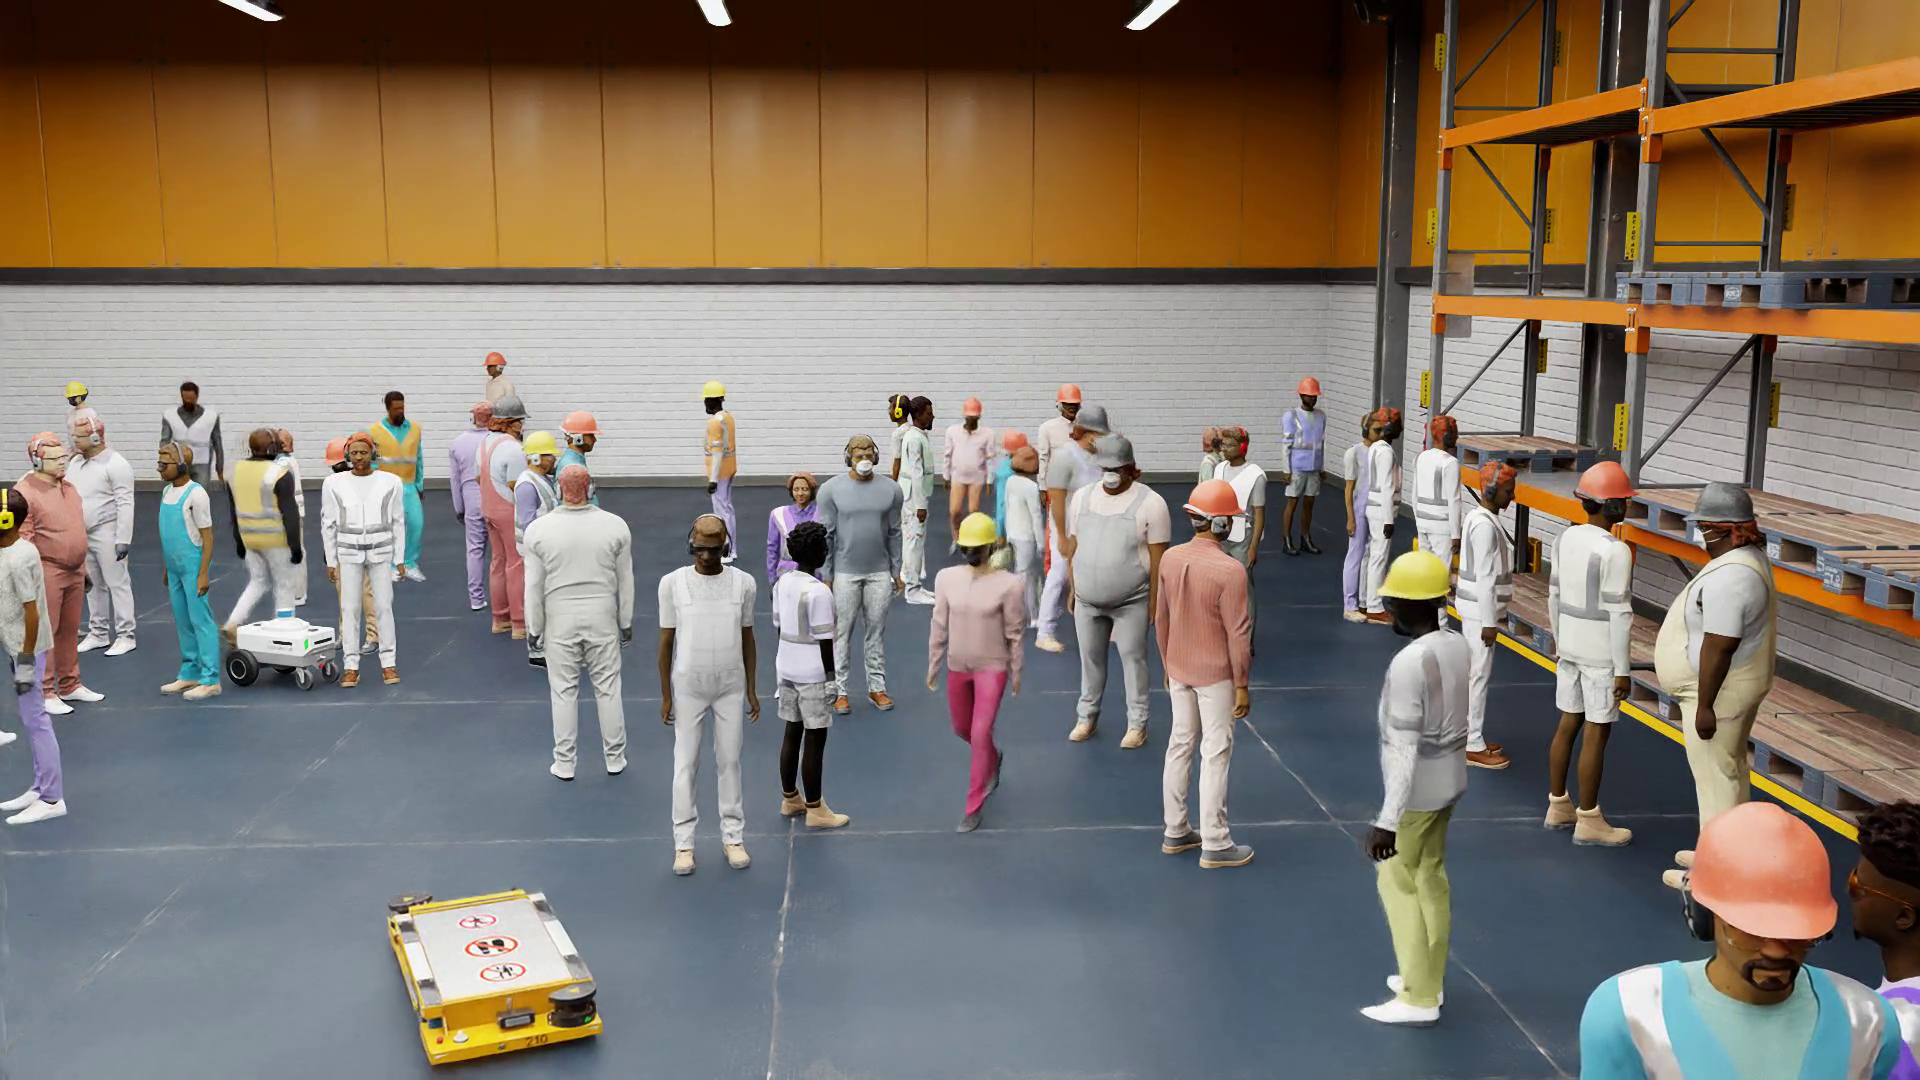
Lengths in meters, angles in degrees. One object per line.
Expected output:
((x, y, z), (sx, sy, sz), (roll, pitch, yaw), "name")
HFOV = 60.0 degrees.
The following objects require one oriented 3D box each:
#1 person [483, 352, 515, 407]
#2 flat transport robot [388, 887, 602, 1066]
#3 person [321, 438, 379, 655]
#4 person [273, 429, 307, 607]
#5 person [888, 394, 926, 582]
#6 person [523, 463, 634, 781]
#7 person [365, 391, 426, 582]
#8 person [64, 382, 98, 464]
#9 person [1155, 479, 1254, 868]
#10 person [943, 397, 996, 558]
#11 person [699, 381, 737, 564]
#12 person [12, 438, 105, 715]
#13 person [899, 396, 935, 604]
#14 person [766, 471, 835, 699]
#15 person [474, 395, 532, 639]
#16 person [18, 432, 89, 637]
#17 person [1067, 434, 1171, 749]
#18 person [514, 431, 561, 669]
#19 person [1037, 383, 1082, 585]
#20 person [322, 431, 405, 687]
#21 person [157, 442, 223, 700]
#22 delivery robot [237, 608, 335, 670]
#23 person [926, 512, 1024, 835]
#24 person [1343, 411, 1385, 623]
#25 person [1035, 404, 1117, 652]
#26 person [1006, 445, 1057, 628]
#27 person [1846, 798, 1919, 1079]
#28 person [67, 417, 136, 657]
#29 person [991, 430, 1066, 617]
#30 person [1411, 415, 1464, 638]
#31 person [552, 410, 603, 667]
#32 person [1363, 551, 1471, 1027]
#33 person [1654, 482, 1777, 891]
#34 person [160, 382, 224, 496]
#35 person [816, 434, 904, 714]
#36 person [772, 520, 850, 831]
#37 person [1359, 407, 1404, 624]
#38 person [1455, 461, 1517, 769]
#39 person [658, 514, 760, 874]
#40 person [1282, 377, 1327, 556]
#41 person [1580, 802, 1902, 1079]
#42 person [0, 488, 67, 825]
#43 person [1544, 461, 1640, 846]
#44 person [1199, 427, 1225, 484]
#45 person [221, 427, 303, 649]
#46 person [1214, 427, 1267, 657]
((-6.222, -1.540, 22.472), (0.613, 1.995, 0.391), (9, 12, 43), "person")
((-1.998, 1.779, 7.026), (0.652, 0.197, 1.431), (-4, 10, -25), "flat transport robot")
((-4.873, 0.051, 13.271), (0.570, 1.738, 0.351), (4, 10, 21), "person")
((-6.134, -0.200, 15.165), (0.315, 1.641, 0.515), (-2, 9, -12), "person")
((-0.544, -0.507, 16.418), (0.331, 1.862, 0.505), (4, 10, 24), "person")
((-2.286, 0.490, 10.003), (0.643, 1.908, 0.399), (-3, 10, -18), "person")
((-5.504, -0.515, 16.331), (0.611, 1.896, 0.596), (-8, 12, -42), "person")
((-10.529, -1.021, 19.964), (0.524, 1.761, 0.339), (5, 10, 29), "person")
((1.269, 0.677, 8.549), (0.384, 1.993, 0.623), (-6, 11, -35), "person")
((0.096, -0.659, 17.752), (0.572, 1.727, 0.436), (1, 9, 5), "person")
((-2.544, -0.709, 17.464), (0.382, 1.924, 0.594), (1, 9, 5), "person")
((-6.277, 0.240, 11.572), (0.408, 1.909, 0.638), (1, 9, 6), "person")
((-0.390, -0.372, 15.377), (0.392, 1.920, 0.593), (0, 9, -3), "person")
((-1.124, 0.319, 11.903), (0.514, 1.642, 0.310), (-1, 9, -4), "person")
((-3.719, -0.204, 13.941), (0.538, 2.000, 0.689), (-8, 12, -41), "person")
((-7.442, -0.017, 13.669), (0.337, 1.749, 0.570), (0, 9, 2), "person")
((0.969, 0.315, 10.683), (0.687, 2.000, 0.535), (5, 10, 29), "person")
((-3.221, 0.072, 12.854), (0.403, 1.834, 0.589), (0, 9, -3), "person")
((1.030, -0.506, 15.981), (0.611, 1.995, 0.375), (-4, 10, -23), "person")
((-4.383, 0.141, 12.268), (0.576, 1.882, 0.355), (-3, 10, -20), "person")
((-5.536, 0.219, 11.892), (0.516, 1.844, 0.332), (6, 11, 35), "person")
((-4.986, 0.749, 12.313), (0.707, 0.478, 0.477), (4, 10, 21), "delivery robot")
((0.117, 0.689, 9.280), (0.528, 1.743, 0.789), (4, 10, 24), "person")
((3.572, -0.204, 14.552), (0.507, 1.846, 0.345), (-6, 11, -34), "person")
((1.026, -0.127, 13.457), (0.713, 2.000, 0.536), (-8, 12, -41), "person")
((0.498, -0.008, 14.053), (0.733, 1.605, 0.506), (-4, 10, -22), "person")
((1.945, 1.497, 3.490), (0.607, 1.967, 0.367), (-8, 12, -40), "person")
((-6.876, -0.028, 13.260), (0.645, 1.906, 0.408), (4, 10, 23), "person")
((0.515, -0.128, 14.572), (0.786, 1.692, 0.568), (0, 9, 1), "person")
((3.940, -0.085, 13.690), (0.354, 1.883, 0.576), (-3, 10, -19), "person")
((-2.947, -0.010, 12.899), (0.406, 1.987, 0.615), (-2, 9, -12), "person")
((1.854, 1.003, 6.725), (0.401, 1.922, 0.653), (7, 11, 38), "person")
((3.715, 0.706, 8.227), (0.535, 2.000, 0.683), (7, 11, 37), "person")
((-8.509, -0.828, 18.468), (0.592, 1.852, 1.066), (-1, 9, -8), "person")
((-0.680, 0.231, 11.531), (0.630, 1.940, 0.373), (-3, 10, -20), "person")
((-0.827, 0.735, 9.118), (0.316, 1.696, 0.541), (-6, 11, -34), "person")
((3.671, -0.216, 14.500), (0.337, 1.882, 0.585), (0, 9, 0), "person")
((3.249, 0.453, 10.296), (0.355, 1.887, 0.573), (2, 9, 12), "person")
((-1.269, 0.772, 8.444), (0.505, 1.839, 0.344), (-3, 9, -17), "person")
((3.739, -0.794, 17.965), (0.549, 1.936, 0.376), (-4, 10, -25), "person")
((1.506, 1.497, 3.253), (0.616, 2.041, 0.380), (0, 9, 1), "person")
((-5.200, 0.635, 9.204), (0.336, 1.873, 0.521), (-5, 11, -30), "person")
((3.393, 0.598, 8.877), (0.368, 2.046, 0.616), (-2, 9, -13), "person")
((2.324, -0.221, 15.294), (0.309, 1.642, 0.515), (3, 9, 16), "person")
((-5.535, 0.015, 13.243), (0.640, 1.827, 0.600), (4, 10, 22), "person")
((2.186, 0.022, 13.138), (0.389, 1.843, 0.563), (-5, 11, -30), "person")
